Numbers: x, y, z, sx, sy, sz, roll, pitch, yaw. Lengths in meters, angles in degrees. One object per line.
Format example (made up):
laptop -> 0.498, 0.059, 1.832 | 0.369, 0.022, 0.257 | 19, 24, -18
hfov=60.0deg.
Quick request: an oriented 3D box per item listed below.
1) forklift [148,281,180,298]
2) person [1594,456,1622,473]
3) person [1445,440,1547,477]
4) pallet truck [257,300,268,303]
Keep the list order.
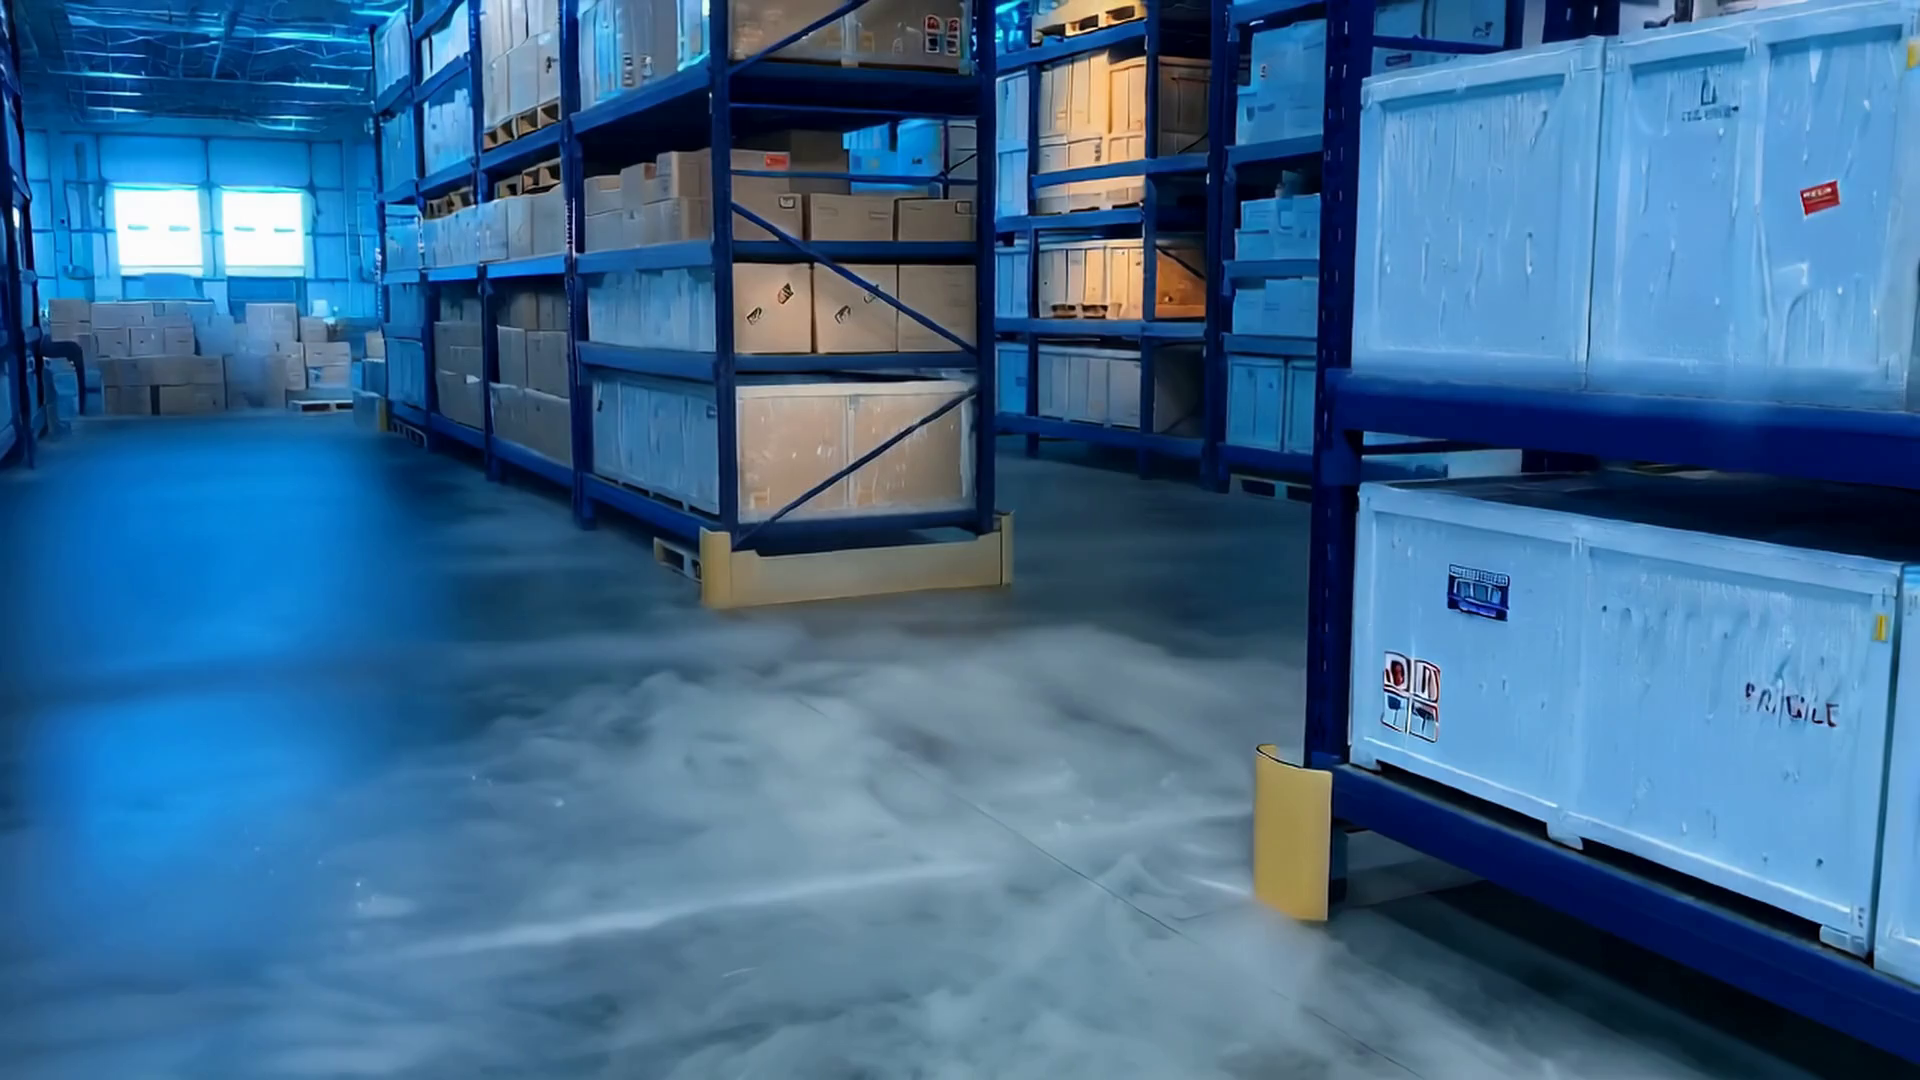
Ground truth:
forklift -> -24.807, -6.941, 51.950 | 1.129, 2.768, 1.873 | -3, 9, -22
person -> 2.989, -0.119, 8.245 | 0.637, 1.911, 0.403 | -5, 9, -29
person -> 2.298, 0.123, 6.870 | 0.776, 1.813, 0.595 | -5, 9, -29
pallet truck -> -23.913, -7.404, 58.171 | 1.885, 1.965, 0.823 | -1, 8, -9
